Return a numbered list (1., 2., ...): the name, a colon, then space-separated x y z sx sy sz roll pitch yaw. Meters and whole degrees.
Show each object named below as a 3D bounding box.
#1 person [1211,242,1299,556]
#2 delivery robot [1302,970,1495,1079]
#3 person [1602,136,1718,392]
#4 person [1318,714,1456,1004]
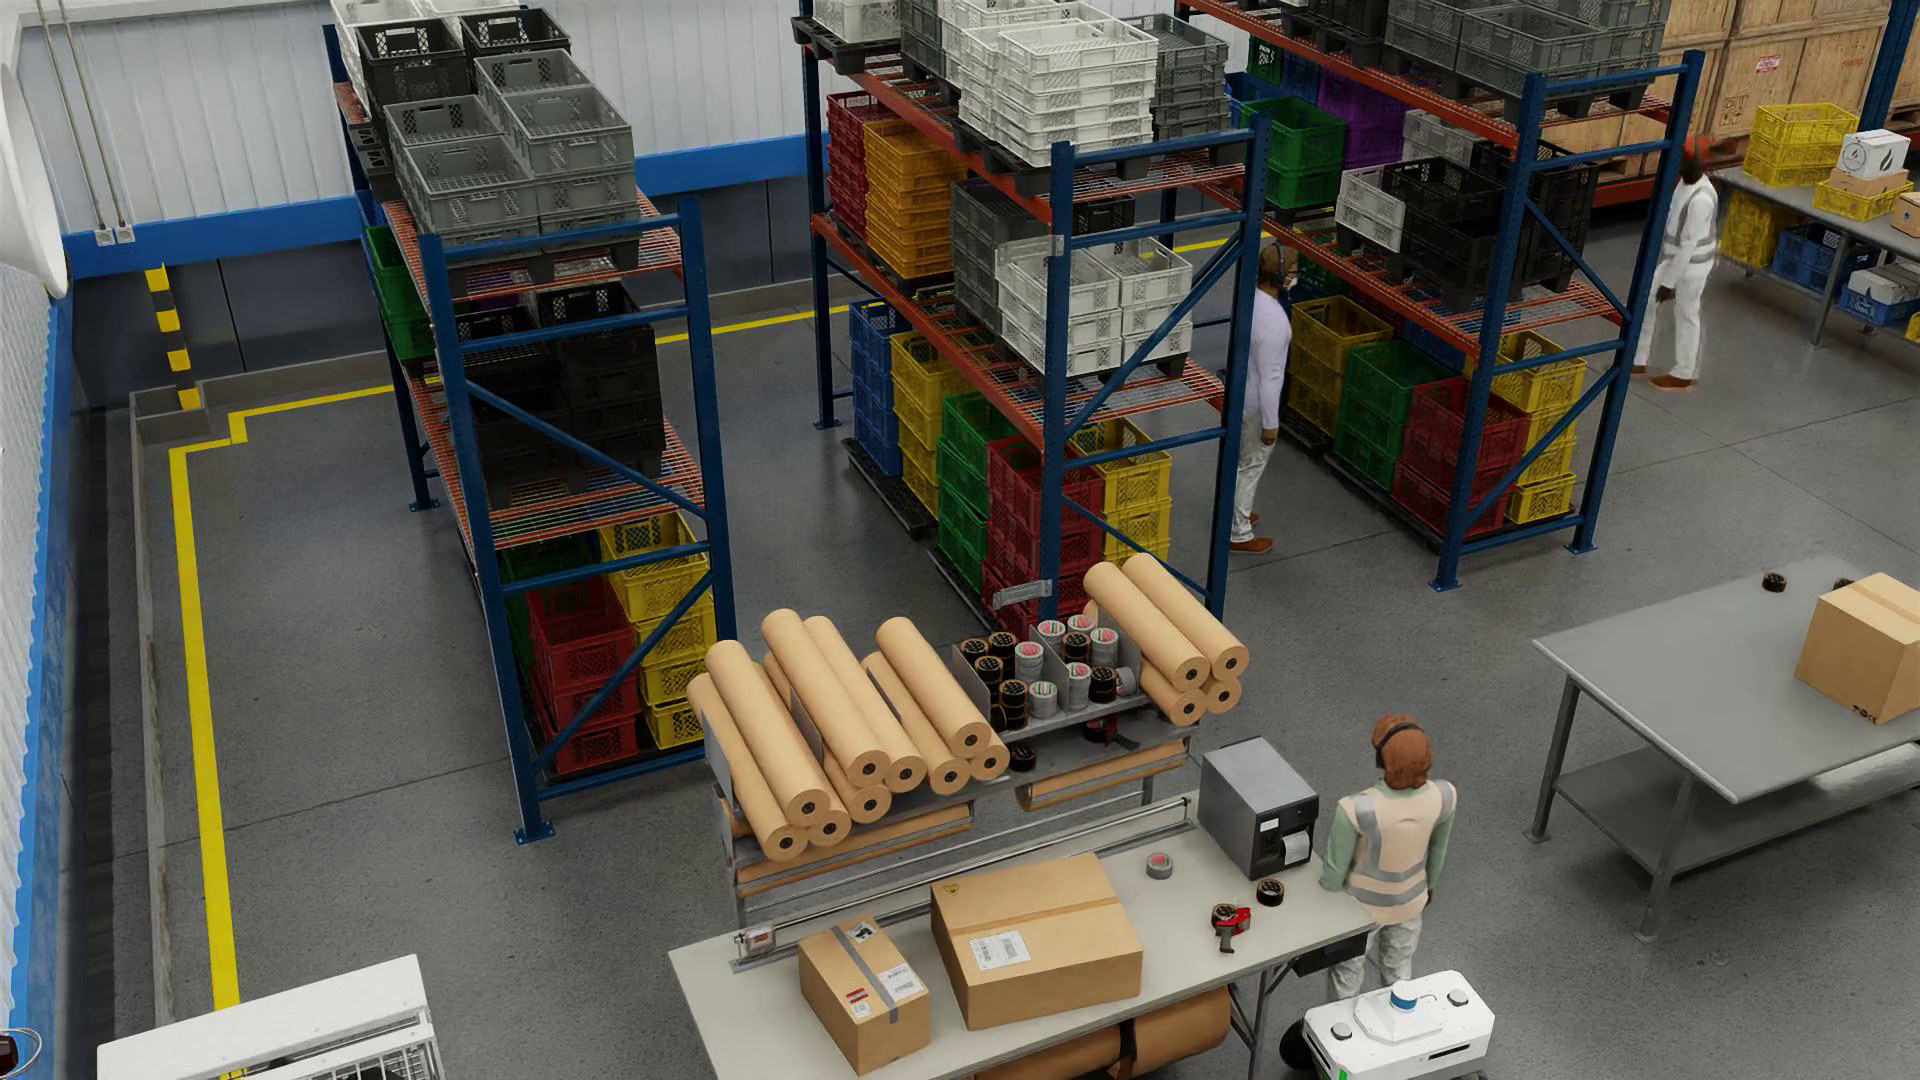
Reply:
1. person: 1.714 -0.816 9.698 0.370 1.932 0.634 -5 32 -8
2. delivery robot: 1.702 1.920 6.471 0.707 0.478 0.477 -10 33 -16
3. person: 4.919 -1.893 11.517 0.733 1.849 0.593 3 32 5
4. person: 1.615 1.384 6.411 0.526 1.631 0.318 -9 33 -14
